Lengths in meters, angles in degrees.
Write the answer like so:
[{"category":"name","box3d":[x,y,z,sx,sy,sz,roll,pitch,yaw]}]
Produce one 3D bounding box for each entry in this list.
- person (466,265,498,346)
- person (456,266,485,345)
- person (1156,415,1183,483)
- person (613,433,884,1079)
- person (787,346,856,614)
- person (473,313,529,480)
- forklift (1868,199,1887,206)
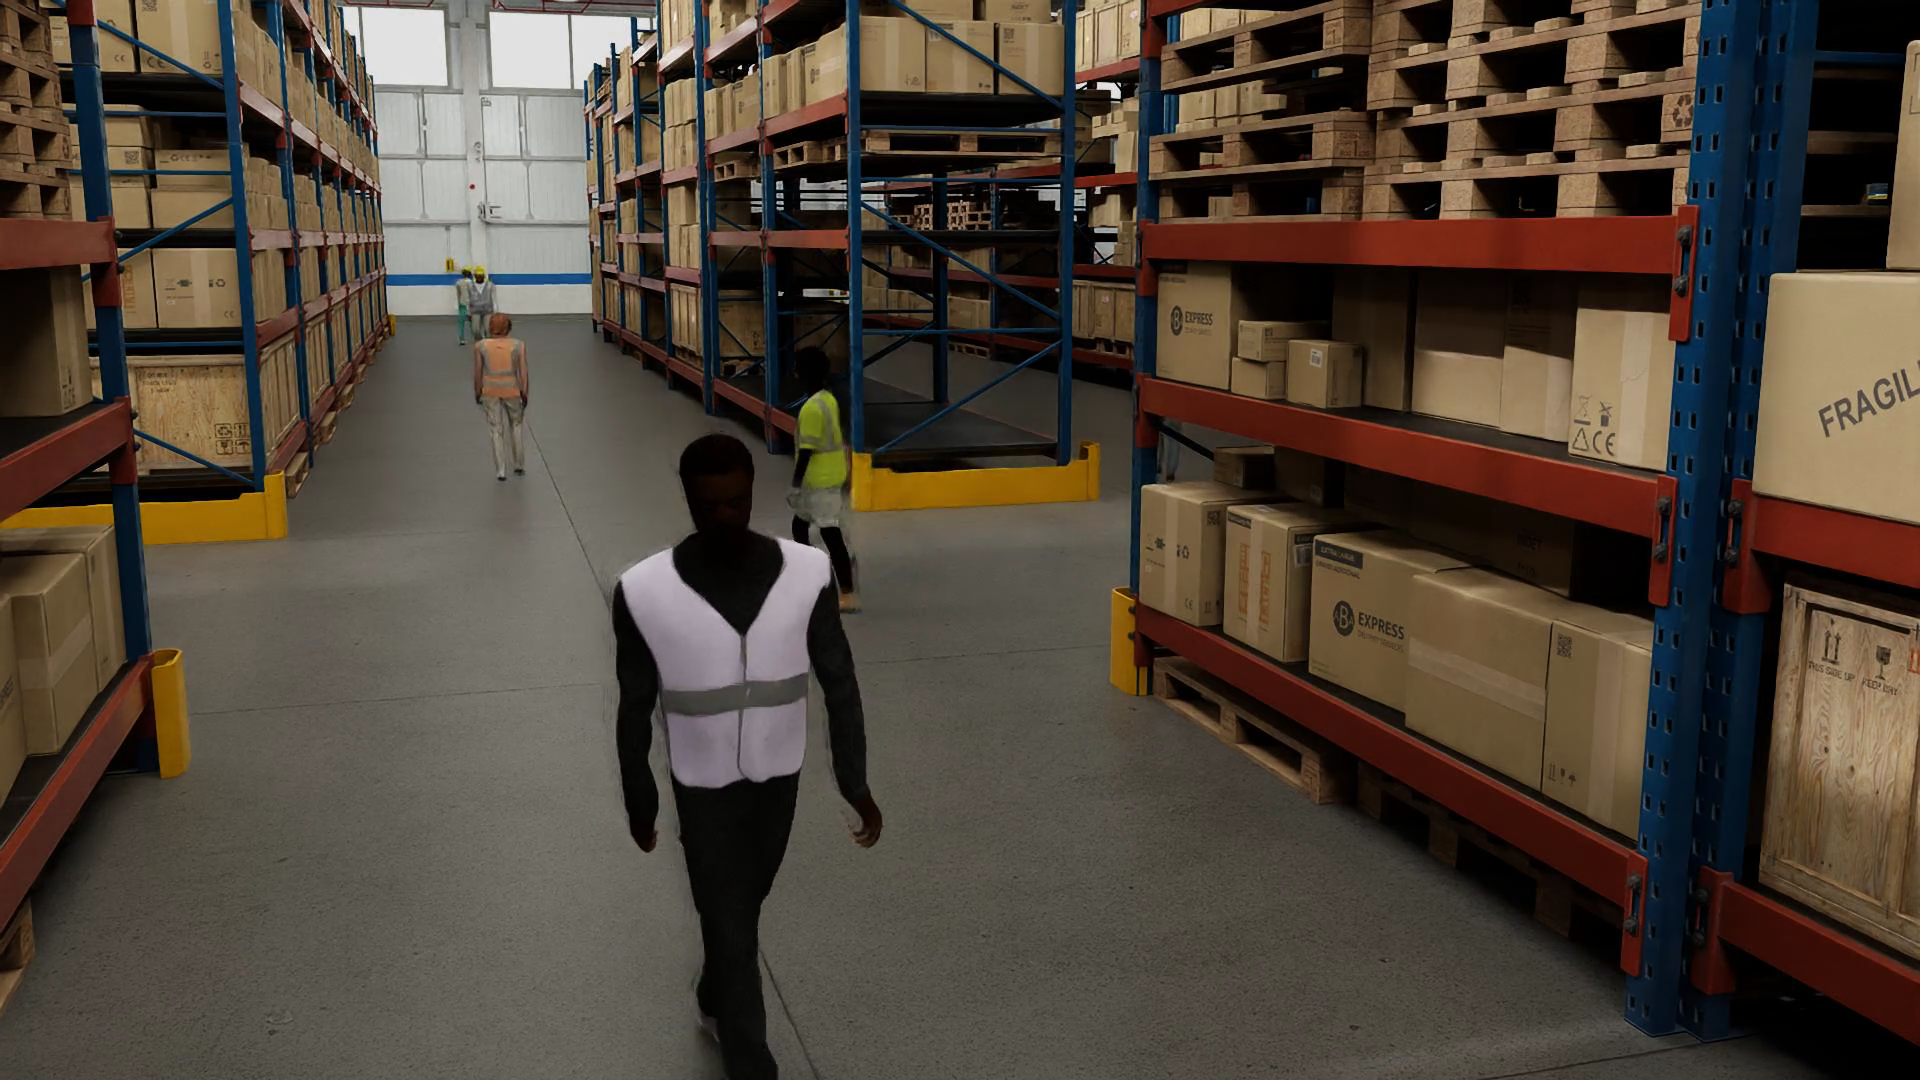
[{"category":"person","box3d":[-9.204,-4.384,32.035,0.613,1.809,0.628,-3,11,-14]},{"category":"person","box3d":[-10.754,-5.138,36.418,0.535,1.703,0.929,2,11,12]},{"category":"person","box3d":[2.027,-1.386,16.131,0.525,1.606,0.719,1,10,7]},{"category":"person","box3d":[-0.590,0.637,4.406,0.603,1.859,1.042,-5,12,-26]},{"category":"person","box3d":[-0.984,-0.363,10.346,0.734,1.666,0.557,1,10,4]},{"category":"person","box3d":[-4.491,-1.414,16.317,0.531,1.600,0.809,-2,11,-12]},{"category":"forklift","box3d":[11.338,-2.915,21.052,1.129,2.768,1.873,-3,11,-17]}]
